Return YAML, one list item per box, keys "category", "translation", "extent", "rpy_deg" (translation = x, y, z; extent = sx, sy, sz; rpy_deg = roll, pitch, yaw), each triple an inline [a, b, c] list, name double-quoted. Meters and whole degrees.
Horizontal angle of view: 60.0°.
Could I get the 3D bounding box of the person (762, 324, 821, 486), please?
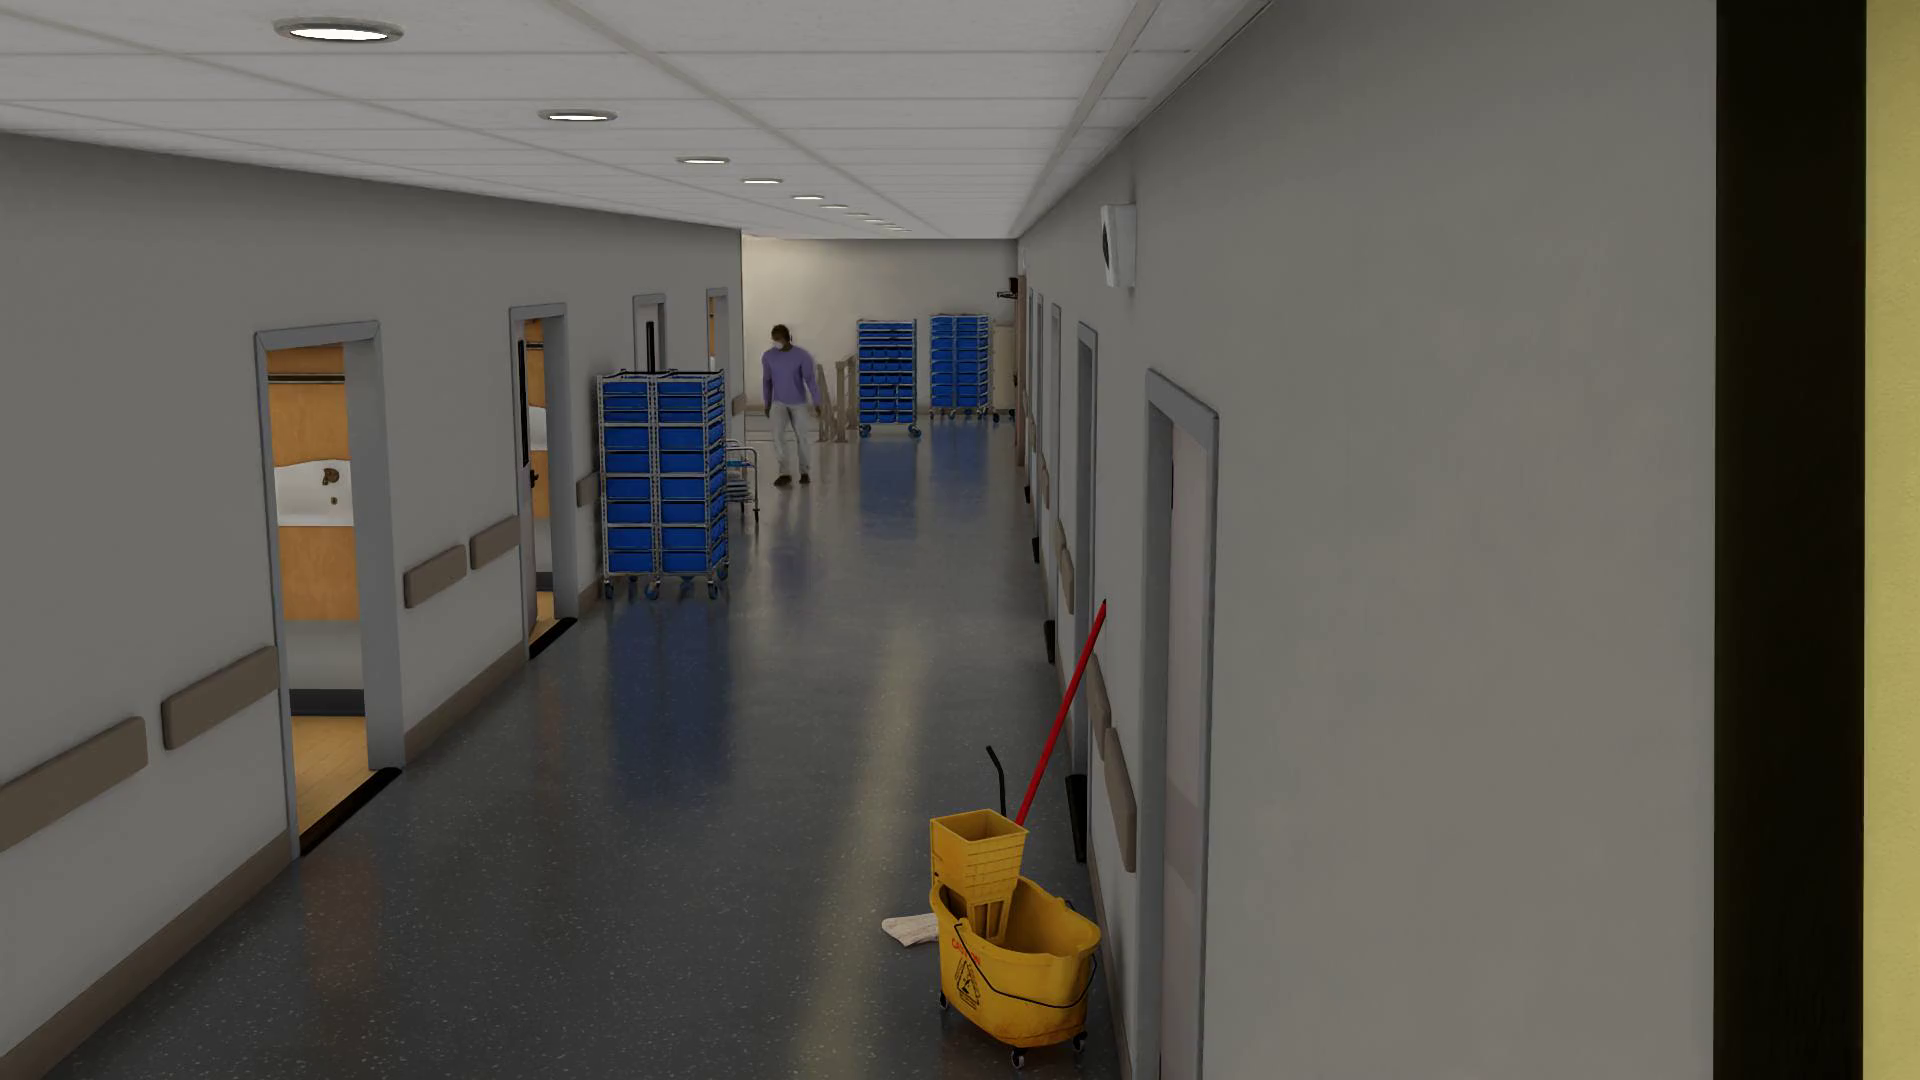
- category: "person"
  translation: [-1.985, -1.581, 19.594]
  extent: [0.758, 1.895, 0.772]
  rpy_deg: [2, 10, 9]
